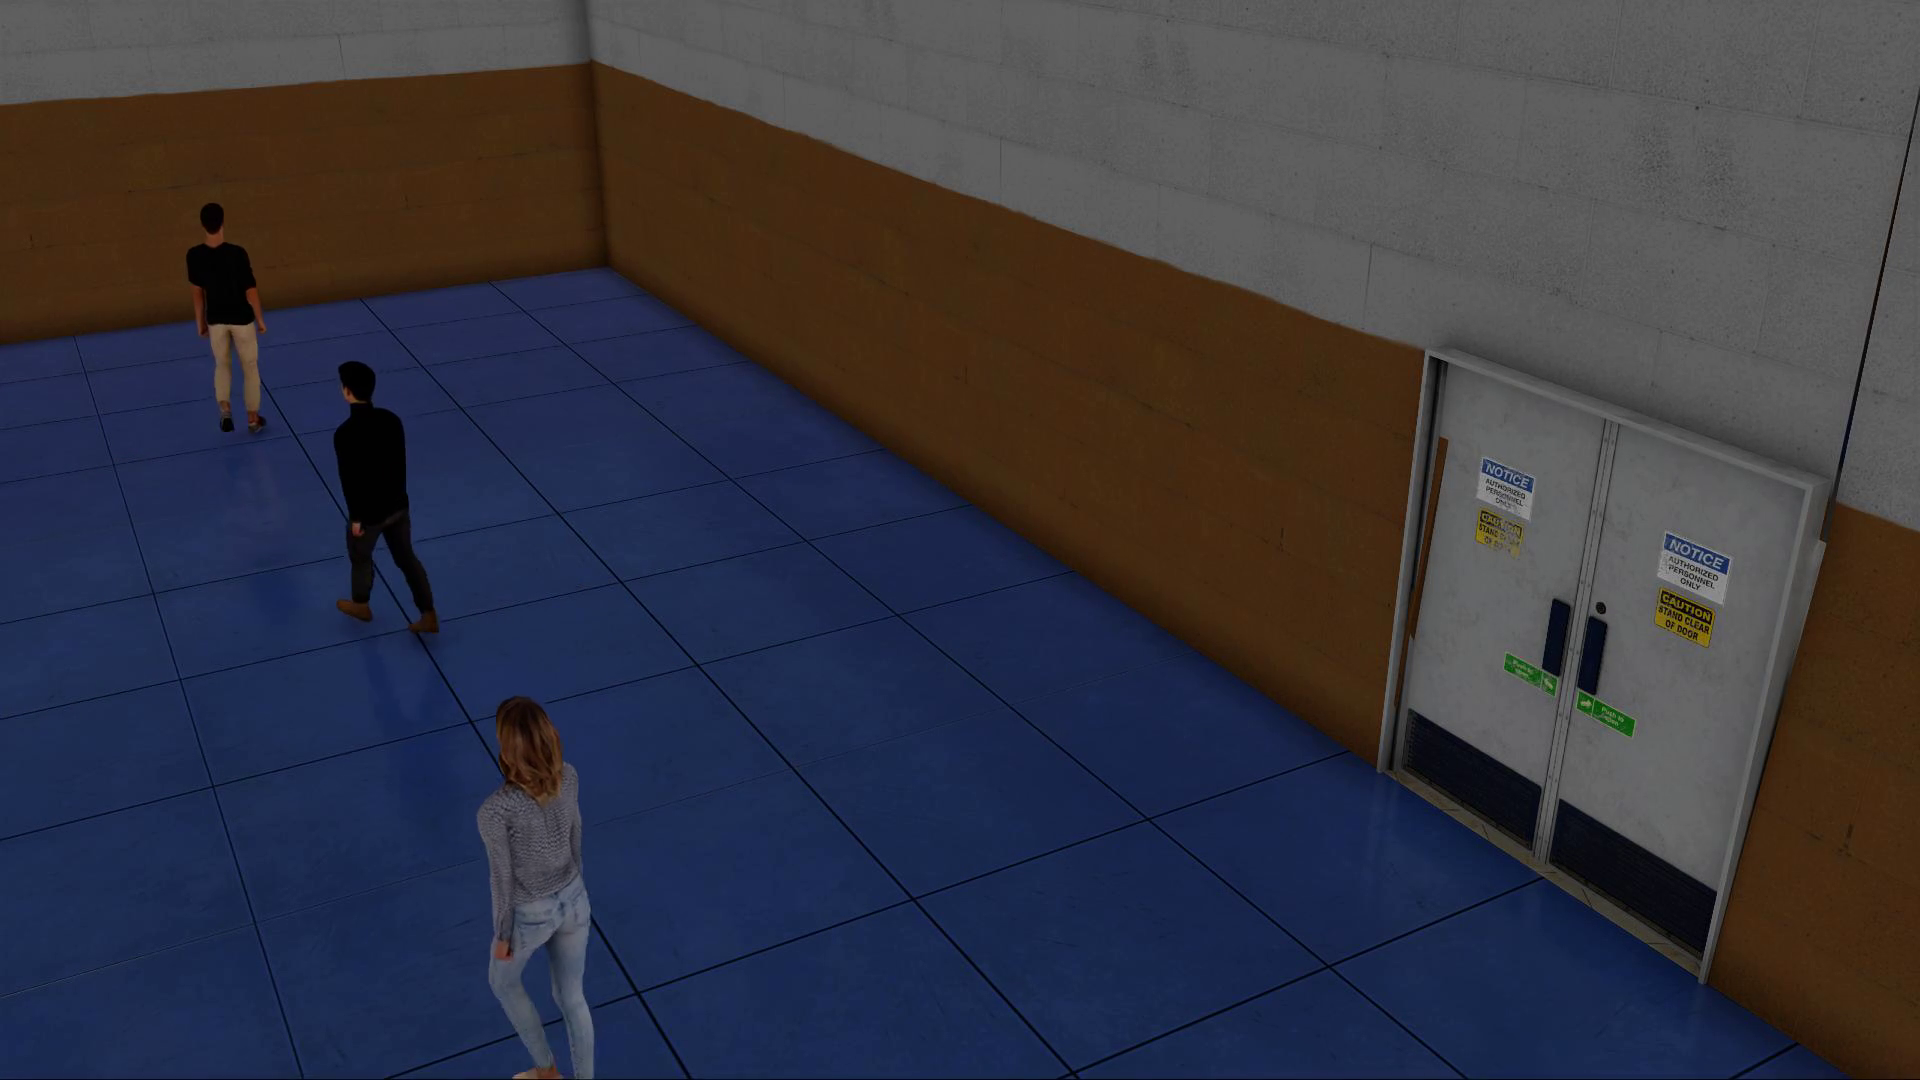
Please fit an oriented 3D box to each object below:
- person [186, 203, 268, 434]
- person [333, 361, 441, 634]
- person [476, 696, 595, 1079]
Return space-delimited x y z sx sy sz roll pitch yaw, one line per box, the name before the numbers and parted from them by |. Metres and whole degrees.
person | -5.710 -1.678 12.987 0.847 1.841 0.865 -3 24 -7
person | -3.392 -0.196 9.822 1.031 1.688 1.132 15 28 31
person | -1.462 1.404 6.047 0.770 1.784 0.687 18 30 36
